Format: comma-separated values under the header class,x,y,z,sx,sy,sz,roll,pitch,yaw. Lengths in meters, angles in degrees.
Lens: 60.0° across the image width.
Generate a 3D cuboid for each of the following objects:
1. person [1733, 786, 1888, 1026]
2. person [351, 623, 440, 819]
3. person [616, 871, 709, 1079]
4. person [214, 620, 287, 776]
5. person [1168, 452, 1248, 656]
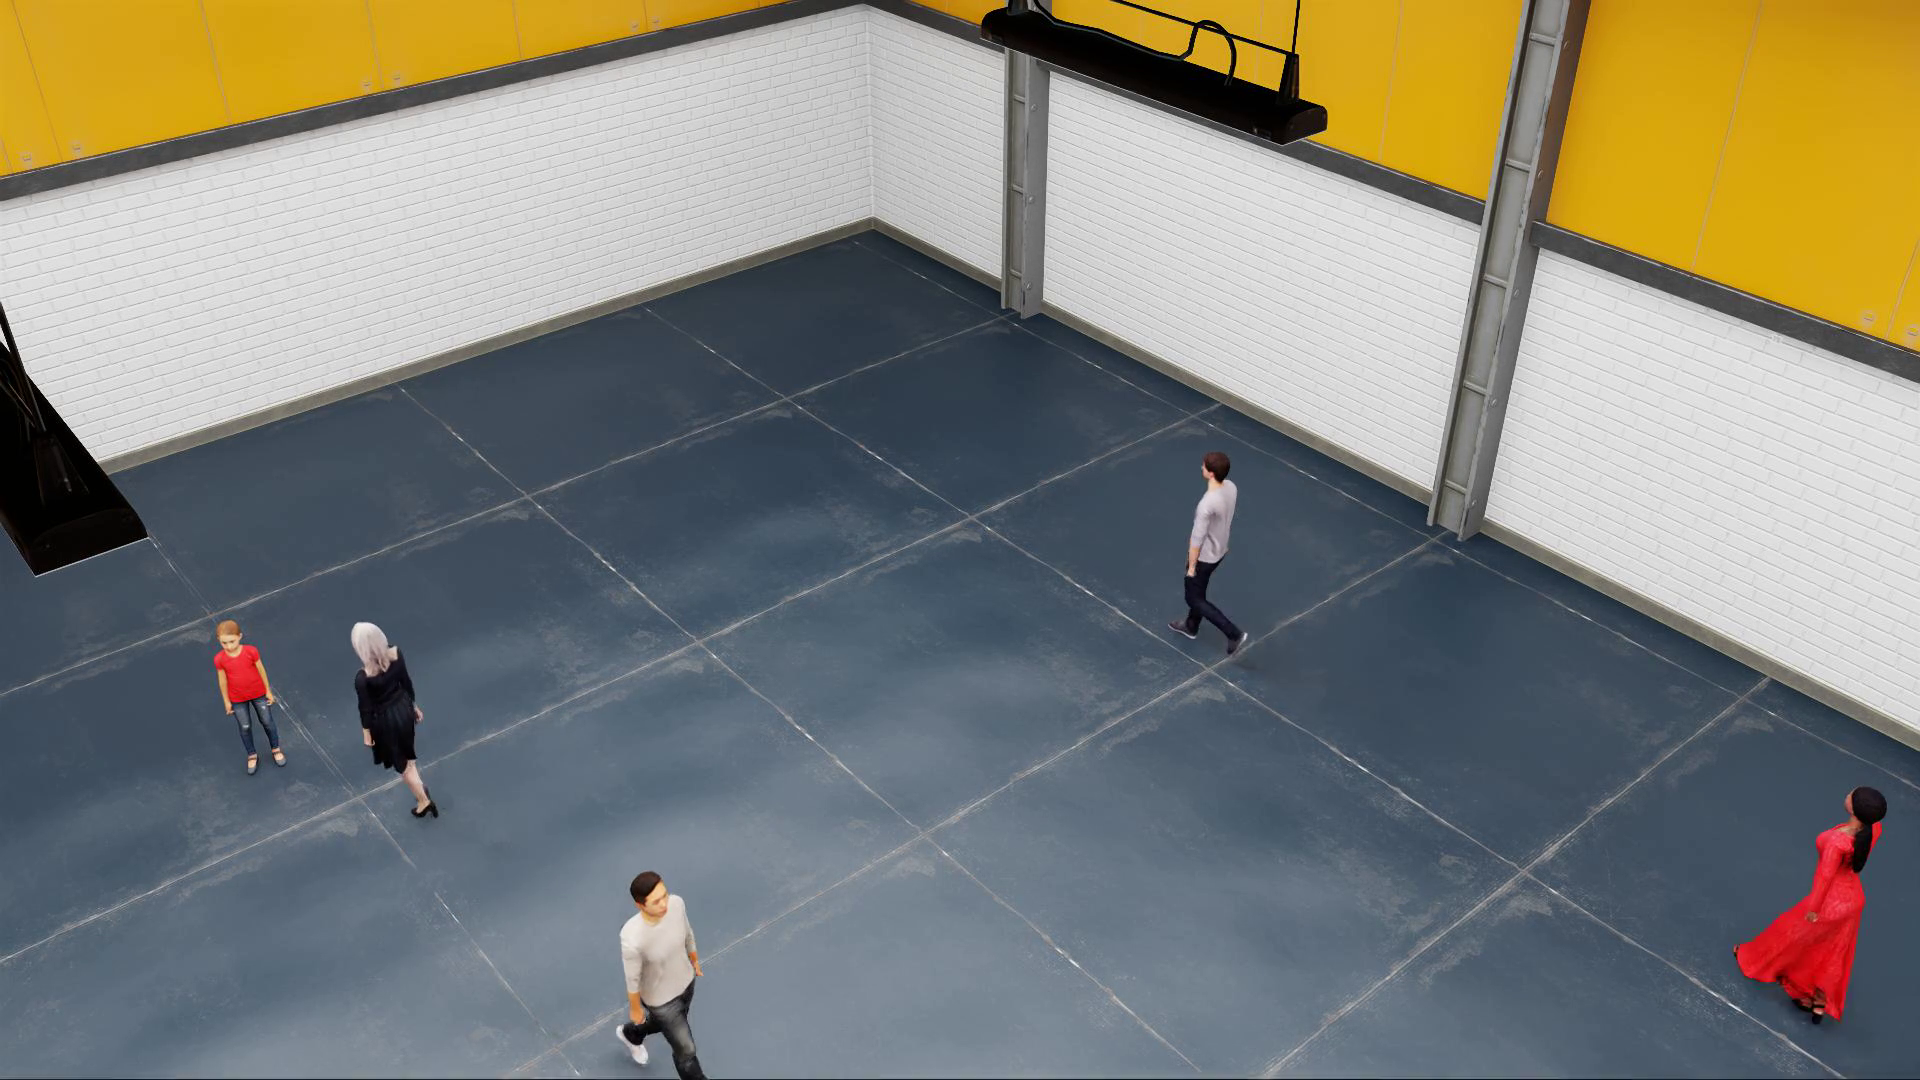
class,x,y,z,sx,sy,sz,roll,pitch,yaw
person,5.394,2.285,10.179,0.784,1.754,1.048,-14,36,-20
person,-3.909,1.319,11.649,0.814,1.735,0.747,14,36,20
person,-1.782,2.575,9.715,1.188,1.783,0.909,18,38,25
person,-5.273,1.136,12.309,0.543,1.310,0.559,-14,36,-20
person,2.060,0.132,13.356,1.081,1.822,0.840,21,39,28
